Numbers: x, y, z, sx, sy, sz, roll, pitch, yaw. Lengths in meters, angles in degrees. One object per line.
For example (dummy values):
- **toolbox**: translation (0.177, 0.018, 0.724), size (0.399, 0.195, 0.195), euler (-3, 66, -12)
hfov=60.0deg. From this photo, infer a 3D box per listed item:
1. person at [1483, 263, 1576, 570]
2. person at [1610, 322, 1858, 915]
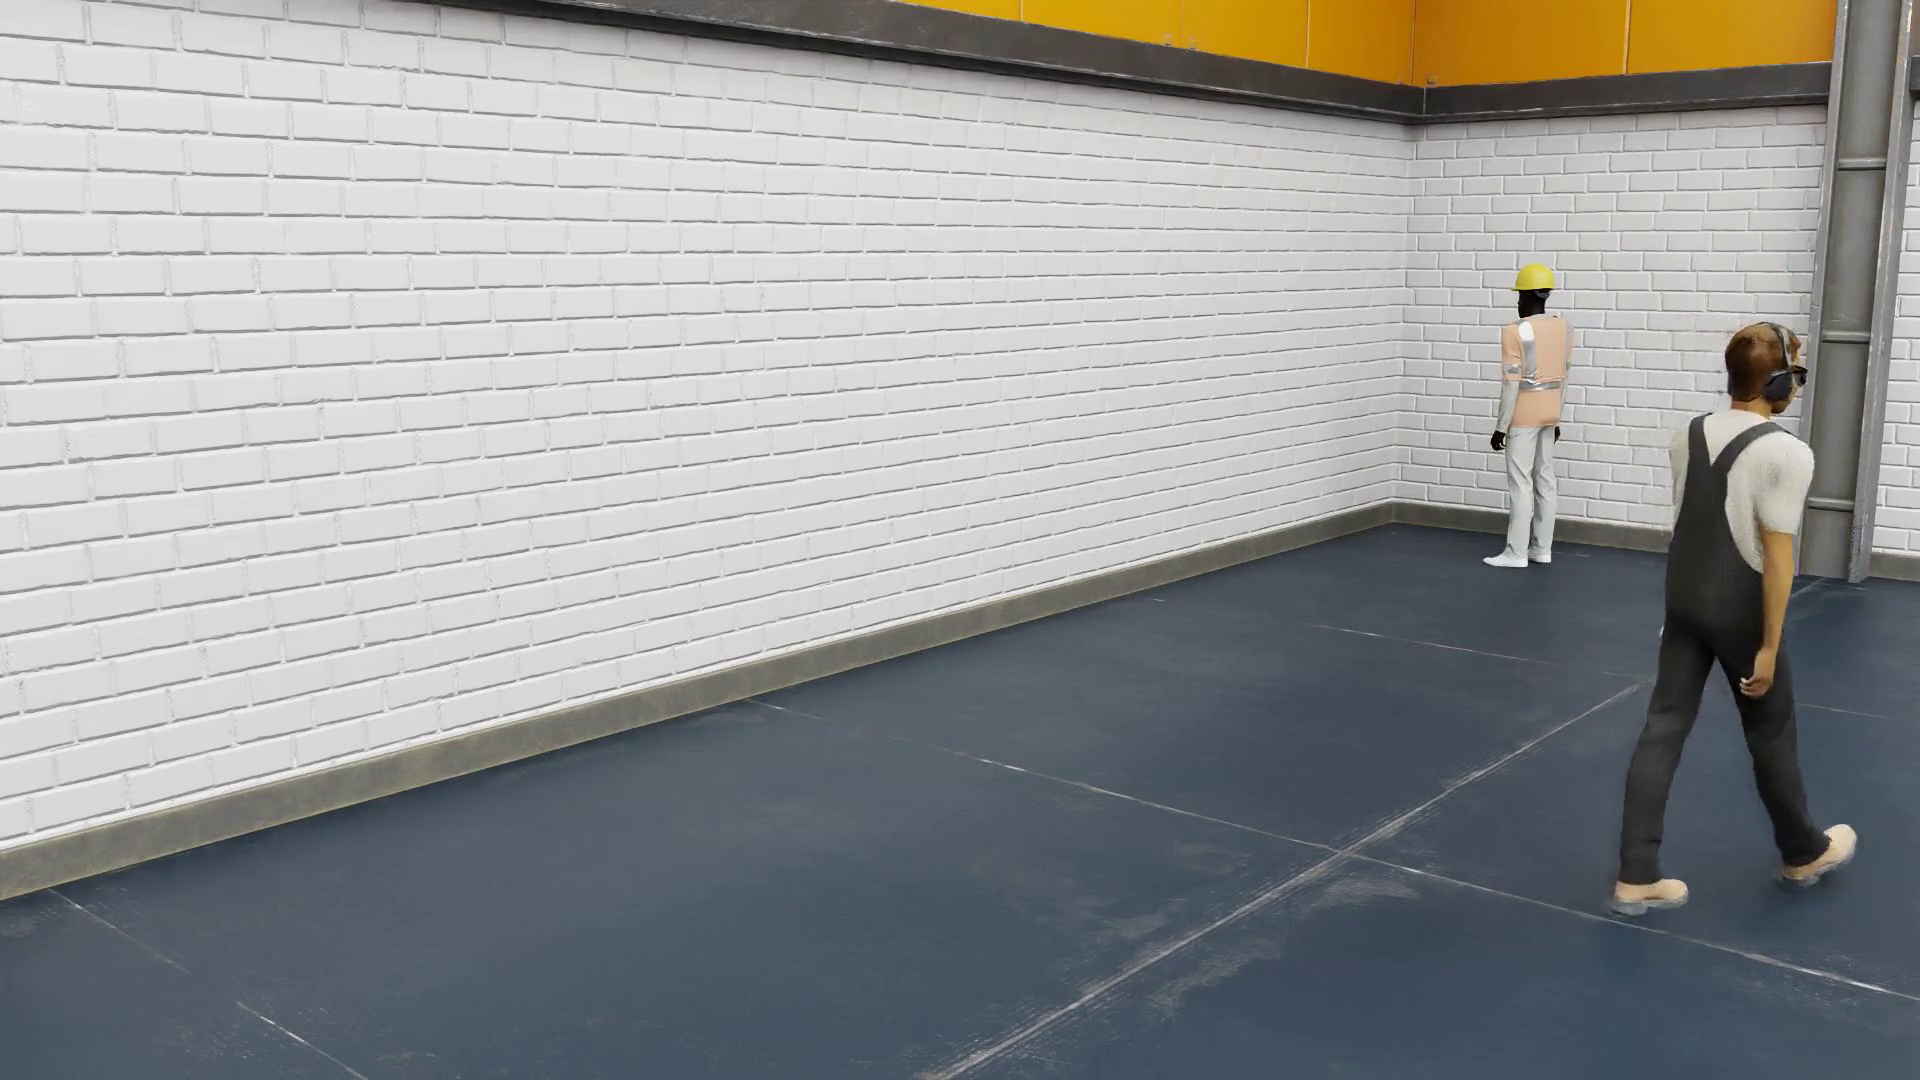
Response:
- **person**: translation (3.592, -0.774, 10.510), size (0.587, 1.927, 0.367), euler (-6, 12, -32)
- **person**: translation (2.400, 0.239, 5.098), size (0.953, 1.793, 0.535), euler (-5, 11, -26)
